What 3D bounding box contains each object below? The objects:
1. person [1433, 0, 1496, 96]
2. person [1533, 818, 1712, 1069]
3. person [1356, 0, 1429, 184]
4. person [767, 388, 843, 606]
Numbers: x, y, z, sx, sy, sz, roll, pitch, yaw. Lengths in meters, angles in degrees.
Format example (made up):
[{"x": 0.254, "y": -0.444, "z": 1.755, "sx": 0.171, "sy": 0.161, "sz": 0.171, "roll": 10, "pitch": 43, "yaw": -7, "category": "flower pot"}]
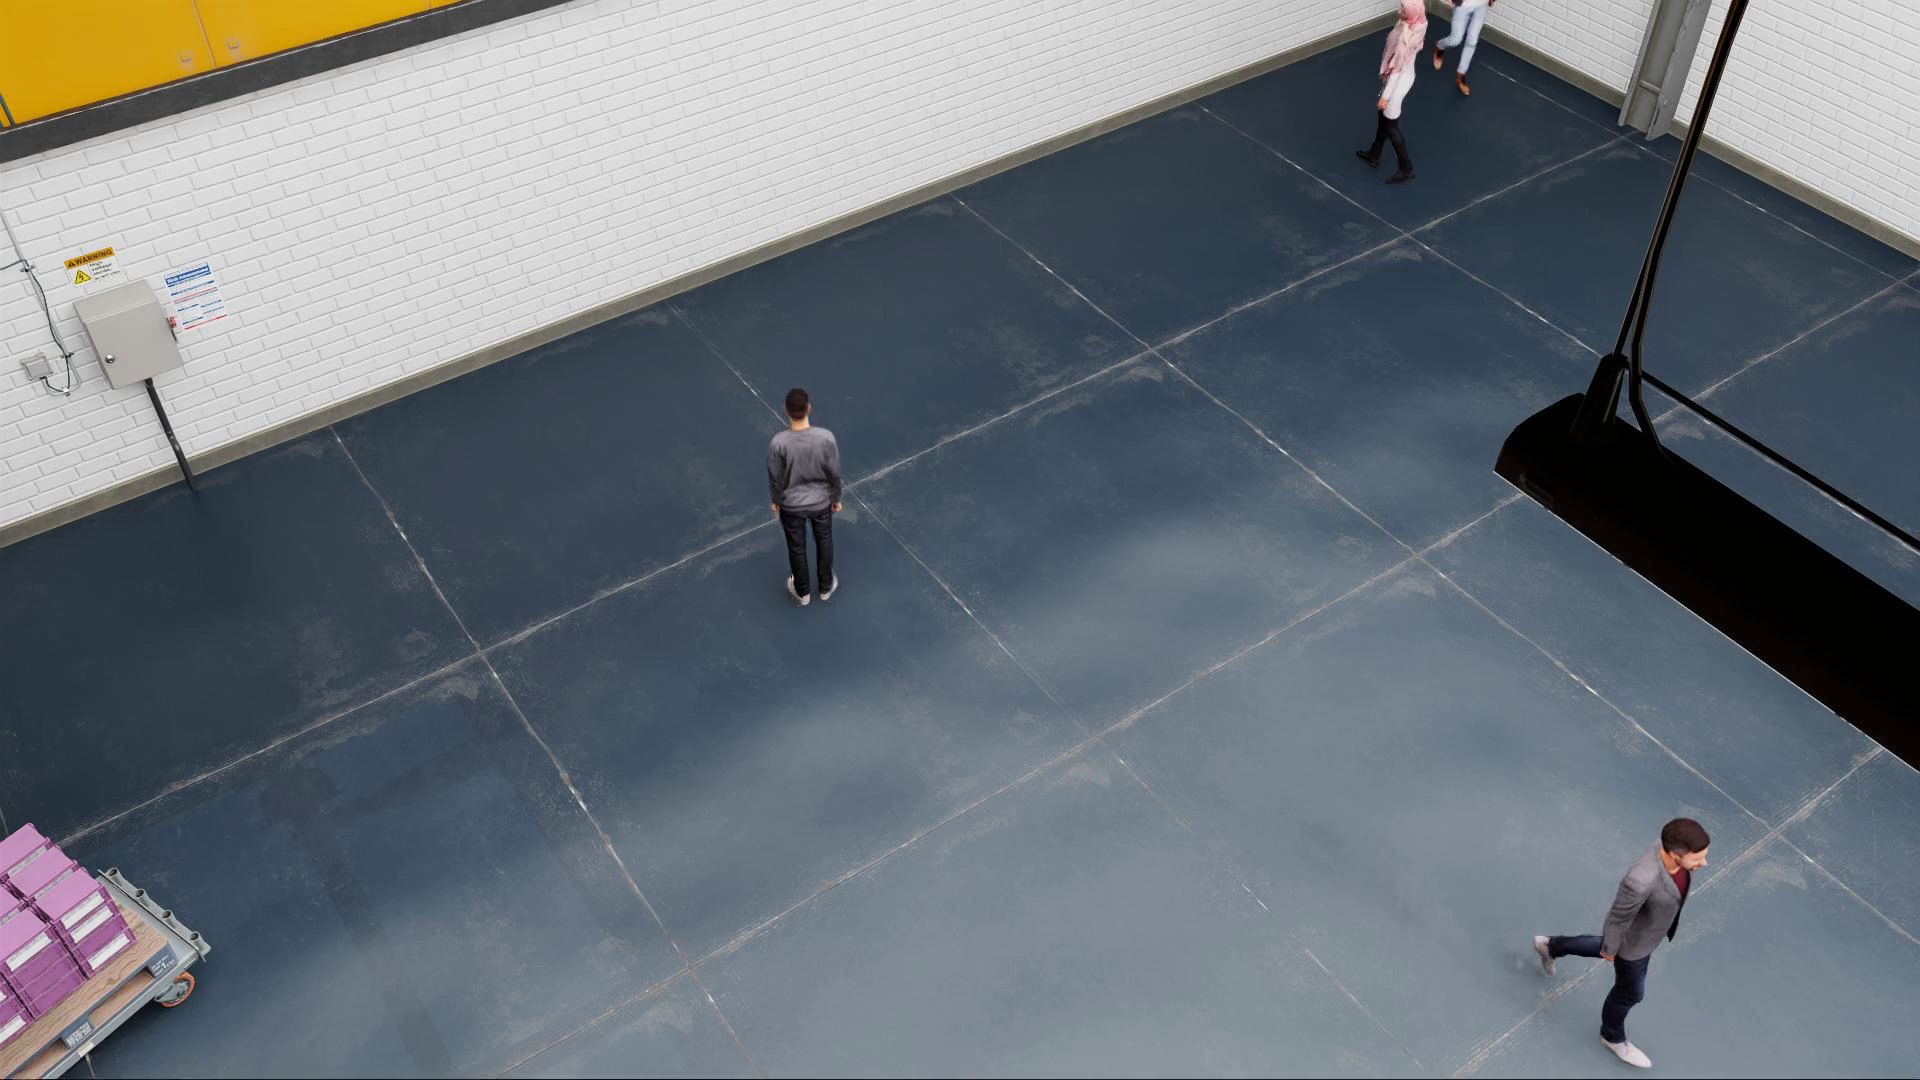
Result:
[{"x": 5.050, "y": -5.382, "z": 16.507, "sx": 0.846, "sy": 1.822, "sz": 0.976, "roll": -9, "pitch": 44, "yaw": -9, "category": "person"}, {"x": 3.494, "y": 1.995, "z": 8.743, "sx": 1.142, "sy": 1.849, "sz": 0.860, "roll": 33, "pitch": 52, "yaw": 30, "category": "person"}, {"x": 4.025, "y": -4.150, "z": 15.237, "sx": 1.012, "sy": 1.790, "sz": 0.892, "roll": 27, "pitch": 50, "yaw": 26, "category": "person"}, {"x": -1.046, "y": -0.254, "z": 11.171, "sx": 0.704, "sy": 1.757, "sz": 0.674, "roll": -12, "pitch": 45, "yaw": -12, "category": "person"}]
